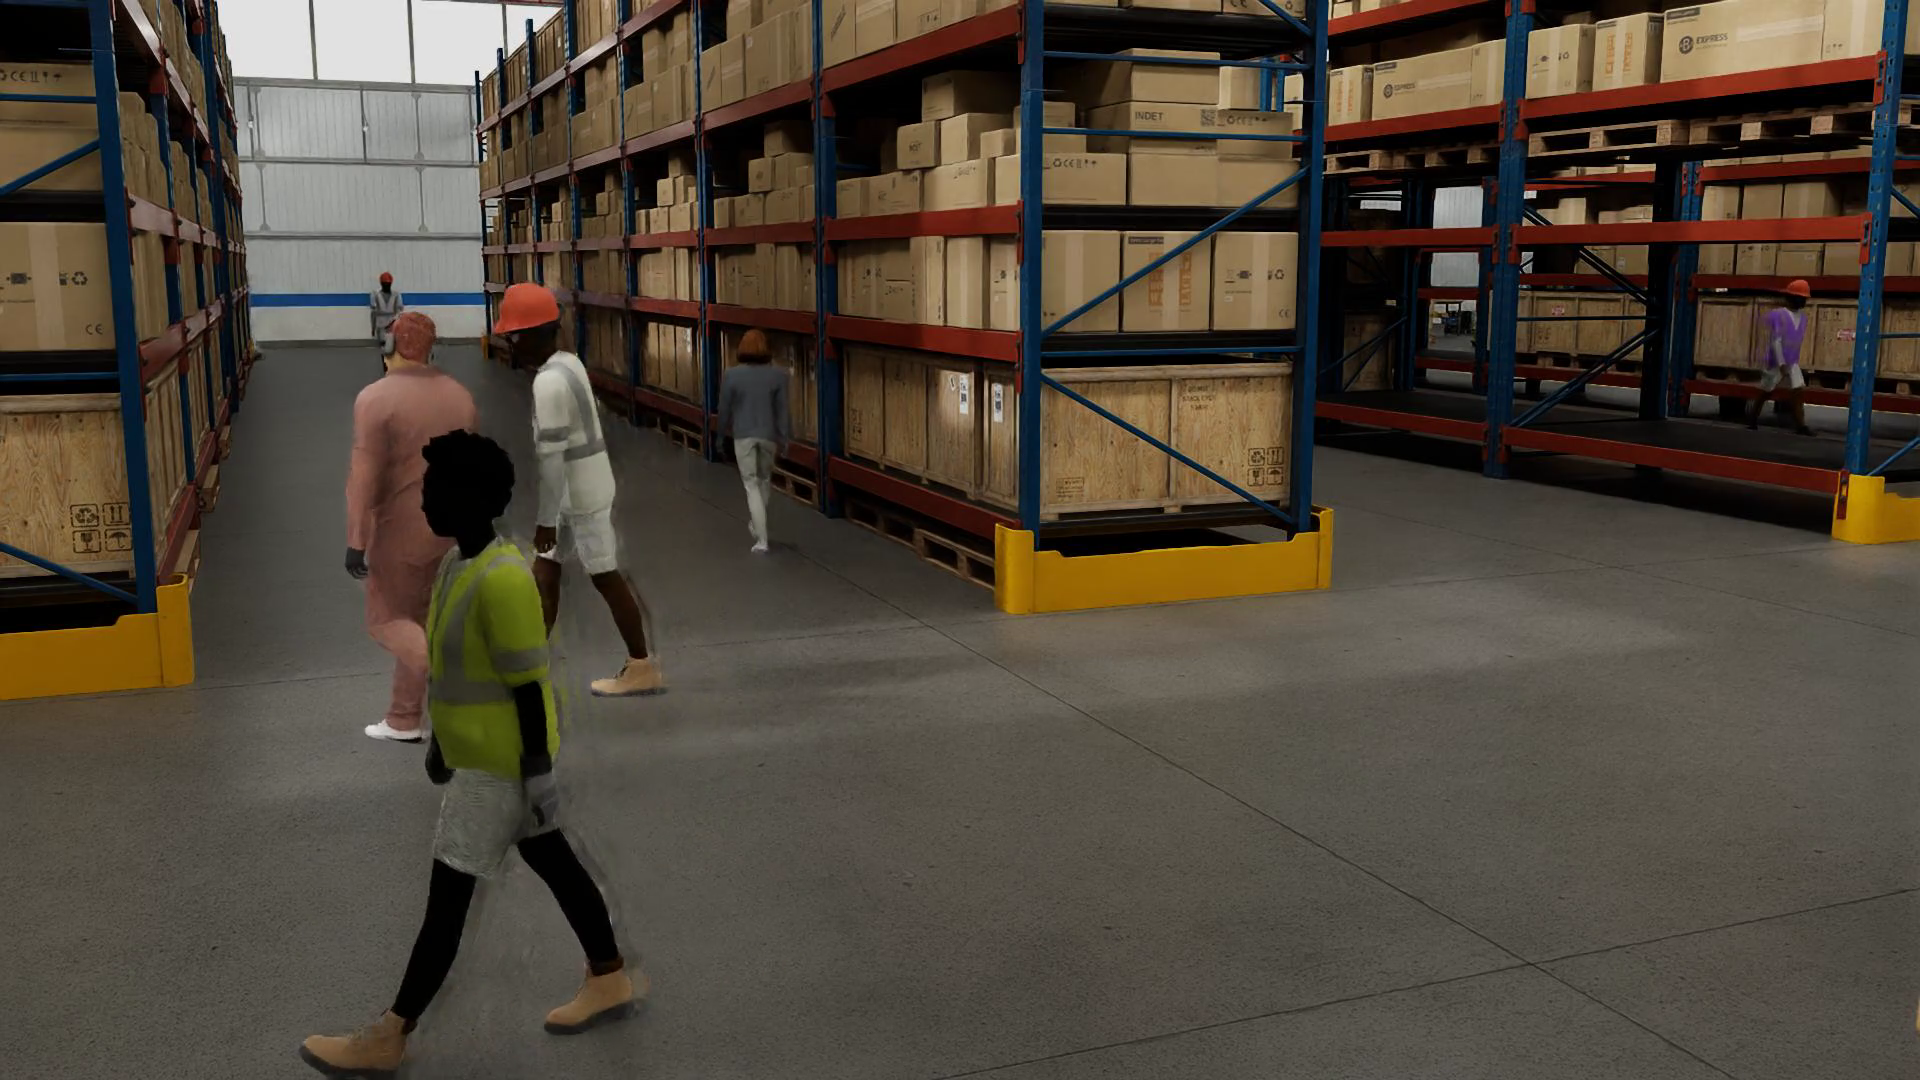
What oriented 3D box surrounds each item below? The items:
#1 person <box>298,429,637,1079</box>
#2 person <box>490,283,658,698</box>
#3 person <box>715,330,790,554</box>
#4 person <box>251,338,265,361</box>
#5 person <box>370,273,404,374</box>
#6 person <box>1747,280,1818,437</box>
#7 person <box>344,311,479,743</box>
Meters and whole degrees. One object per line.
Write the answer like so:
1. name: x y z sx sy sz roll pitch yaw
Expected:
1. person: -1.251 0.541 4.267 0.888 1.644 0.549 -5 11 -26
2. person: -1.872 -0.190 7.710 0.961 1.972 0.612 -2 10 -14
3. person: -1.497 -0.718 12.033 0.506 1.585 0.868 -4 10 -25
4. person: -15.143 -4.670 34.817 1.027 1.900 0.632 -3 10 -17
5. person: -10.186 -3.804 29.644 0.565 1.878 1.006 -5 10 -25
6. person: 9.473 -2.037 19.100 0.552 1.881 1.037 -2 10 -14
7. person: -2.276 -0.033 7.084 0.661 1.870 0.702 4 10 25
